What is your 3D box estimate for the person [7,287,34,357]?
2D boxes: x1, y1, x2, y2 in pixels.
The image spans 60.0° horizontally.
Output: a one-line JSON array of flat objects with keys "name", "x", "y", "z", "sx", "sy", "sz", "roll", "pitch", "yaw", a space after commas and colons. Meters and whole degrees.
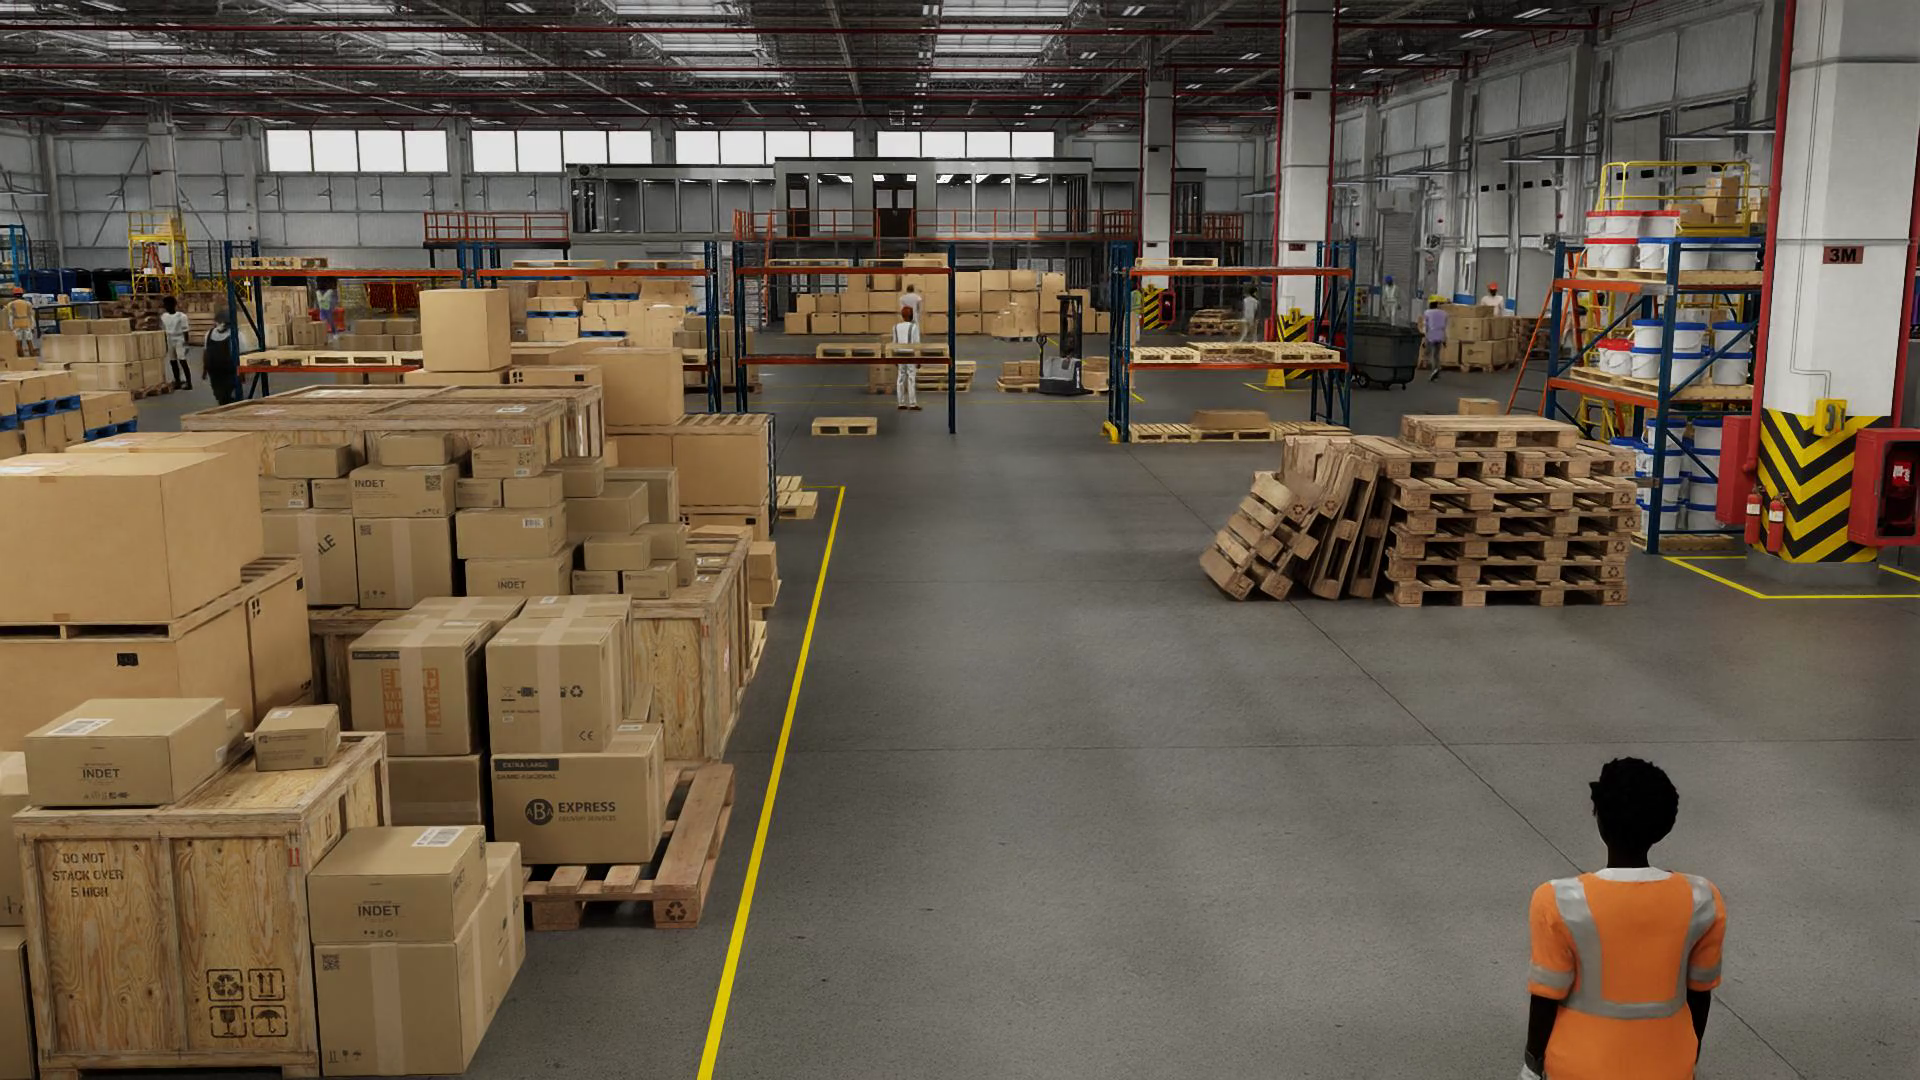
[{"name": "person", "x": -22.979, "y": -5.223, "z": 40.713, "sx": 0.547, "sy": 1.934, "sz": 0.376, "roll": -9, "pitch": 14, "yaw": -41}]

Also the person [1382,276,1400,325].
[{"name": "person", "x": 14.447, "y": -7.903, "z": 55.723, "sx": 0.635, "sy": 1.910, "sz": 0.737, "roll": 6, "pitch": 12, "yaw": 28}]

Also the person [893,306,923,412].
[{"name": "person", "x": -0.938, "y": -3.234, "z": 29.776, "sx": 0.572, "sy": 1.883, "sz": 0.355, "roll": 7, "pitch": 12, "yaw": 35}]

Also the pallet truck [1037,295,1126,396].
[{"name": "pallet truck", "x": 2.483, "y": -3.881, "z": 33.060, "sx": 1.885, "sy": 1.965, "sz": 0.823, "roll": -7, "pitch": 13, "yaw": -36}]

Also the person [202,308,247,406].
[{"name": "person", "x": -11.768, "y": -2.763, "z": 26.713, "sx": 0.729, "sy": 2.000, "sz": 0.863, "roll": 3, "pitch": 11, "yaw": 14}]

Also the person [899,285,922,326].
[{"name": "person", "x": -1.360, "y": -6.067, "z": 45.627, "sx": 0.618, "sy": 1.865, "sz": 1.042, "roll": -1, "pitch": 10, "yaw": -6}]

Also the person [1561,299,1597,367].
[{"name": "person", "x": 12.818, "y": -4.066, "z": 34.477, "sx": 0.669, "sy": 1.858, "sz": 0.881, "roll": 6, "pitch": 12, "yaw": 31}]

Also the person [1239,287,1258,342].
[{"name": "person", "x": 7.810, "y": -5.913, "z": 44.864, "sx": 0.942, "sy": 1.832, "sz": 0.539, "roll": -9, "pitch": 14, "yaw": -41}]

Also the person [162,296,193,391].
[{"name": "person", "x": -15.936, "y": -3.985, "z": 33.797, "sx": 0.612, "sy": 1.951, "sz": 0.392, "roll": 3, "pitch": 11, "yaw": 17}]

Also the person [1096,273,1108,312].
[{"name": "person", "x": 5.133, "y": -8.867, "z": 61.117, "sx": 0.869, "sy": 1.895, "sz": 0.568, "roll": -3, "pitch": 11, "yaw": -15}]

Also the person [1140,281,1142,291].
[{"name": "person", "x": 7.135, "y": -9.286, "z": 63.584, "sx": 0.584, "sy": 1.855, "sz": 0.870, "roll": 0, "pitch": 10, "yaw": -2}]

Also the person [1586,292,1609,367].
[{"name": "person", "x": 15.052, "y": -4.915, "z": 39.261, "sx": 0.624, "sy": 1.844, "sz": 0.429, "roll": -4, "pitch": 11, "yaw": -20}]

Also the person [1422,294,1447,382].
[{"name": "person", "x": 10.281, "y": -4.364, "z": 36.015, "sx": 0.638, "sy": 1.903, "sz": 0.460, "roll": -2, "pitch": 10, "yaw": -12}]

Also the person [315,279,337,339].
[{"name": "person", "x": -19.675, "y": -7.160, "z": 51.638, "sx": 0.592, "sy": 1.894, "sz": 0.859, "roll": 0, "pitch": 10, "yaw": 1}]

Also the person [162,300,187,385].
[{"name": "person", "x": -16.601, "y": -4.193, "z": 35.141, "sx": 0.328, "sy": 1.876, "sz": 0.514, "roll": 6, "pitch": 12, "yaw": 30}]

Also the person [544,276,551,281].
[{"name": "person", "x": -19.048, "y": -11.664, "z": 76.864, "sx": 0.345, "sy": 1.840, "sz": 0.504, "roll": -8, "pitch": 13, "yaw": -36}]

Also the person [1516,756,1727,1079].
[{"name": "person", "x": 1.744, "y": 1.407, "z": 4.440, "sx": 0.536, "sy": 1.697, "sz": 0.318, "roll": -1, "pitch": 10, "yaw": -5}]

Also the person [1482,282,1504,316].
[{"name": "person", "x": 14.085, "y": -5.838, "z": 44.029, "sx": 0.622, "sy": 1.979, "sz": 0.449, "roll": 1, "pitch": 10, "yaw": 6}]

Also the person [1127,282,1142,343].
[{"name": "person", "x": 5.181, "y": -6.780, "z": 49.690, "sx": 0.431, "sy": 1.835, "sz": 0.623, "roll": 6, "pitch": 12, "yaw": 31}]
